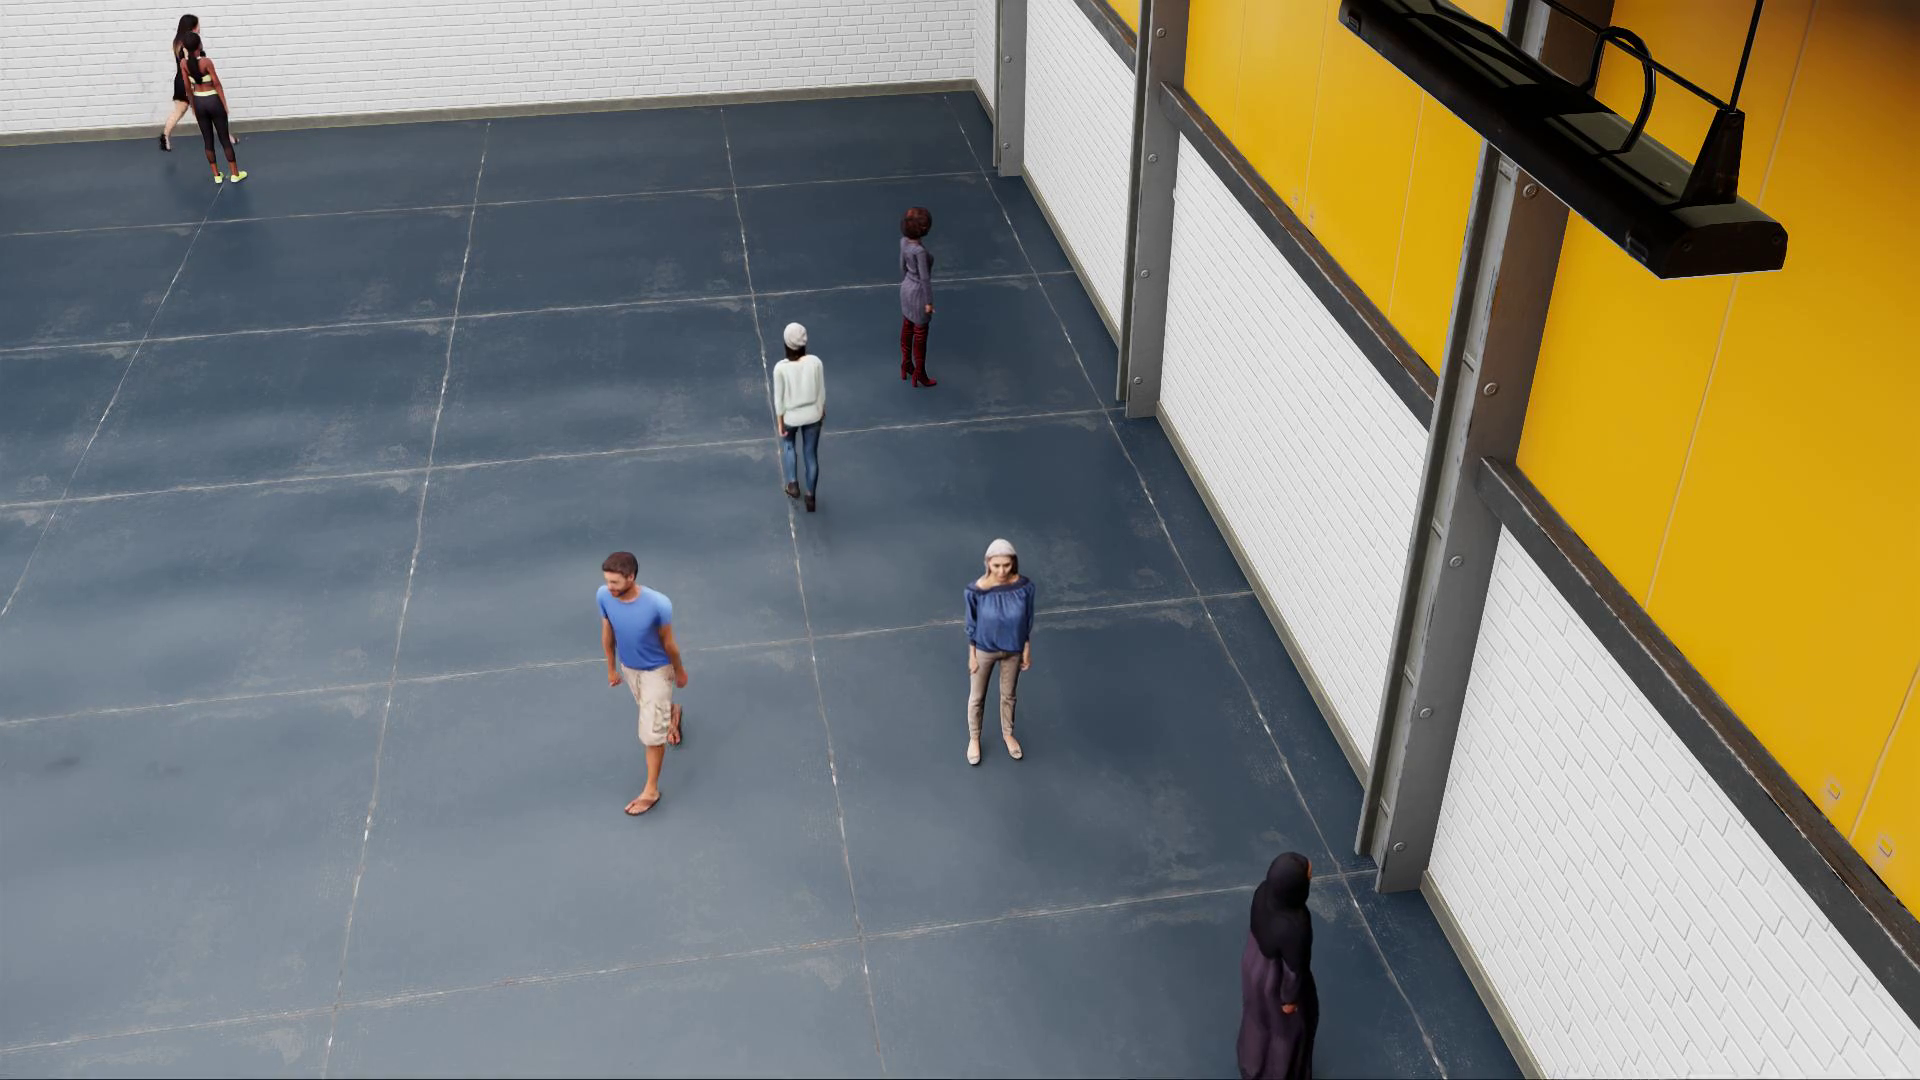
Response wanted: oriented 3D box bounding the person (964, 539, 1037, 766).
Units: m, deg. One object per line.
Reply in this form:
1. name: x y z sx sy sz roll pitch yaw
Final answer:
1. person: 0.245 0.711 10.827 0.601 1.697 0.548 -5 34 -8

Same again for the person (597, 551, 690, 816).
1. person: -1.968 0.746 10.653 1.075 1.833 1.332 9 35 13

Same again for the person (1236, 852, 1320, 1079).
1. person: 1.613 2.218 8.639 0.715 1.609 0.585 -9 35 -13

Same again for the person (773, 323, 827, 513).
1. person: -1.254 -0.958 13.396 0.601 1.634 0.640 -7 34 -11

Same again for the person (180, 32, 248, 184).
1. person: -8.780 -5.043 19.431 0.583 1.755 0.537 -2 34 -2

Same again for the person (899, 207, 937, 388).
1. person: -0.407 -2.225 15.232 0.705 1.712 0.550 -17 37 -24

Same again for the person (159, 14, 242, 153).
1. person: -9.393 -5.435 20.126 1.148 1.639 1.222 -29 43 -36
